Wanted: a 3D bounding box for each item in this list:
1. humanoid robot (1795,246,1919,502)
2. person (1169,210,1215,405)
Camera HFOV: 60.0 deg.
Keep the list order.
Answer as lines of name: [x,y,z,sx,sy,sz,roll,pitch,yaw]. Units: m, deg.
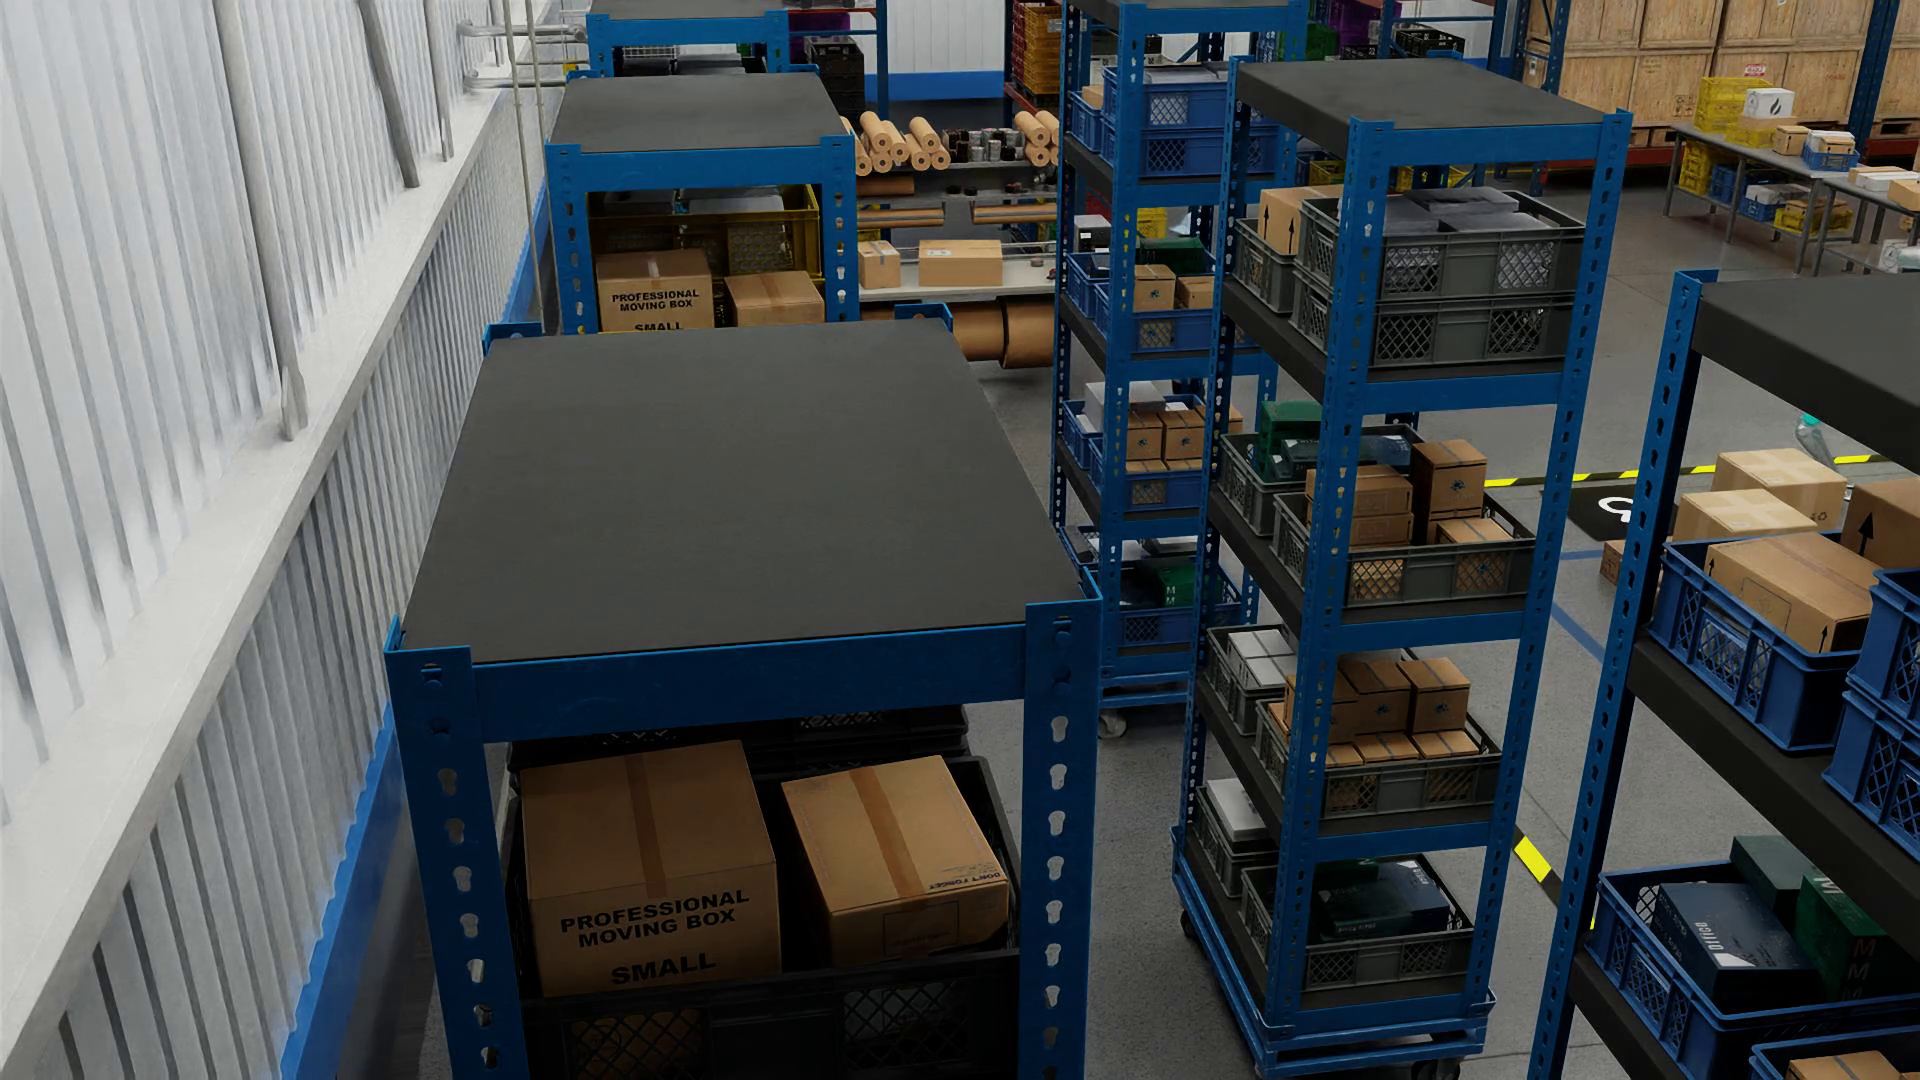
humanoid robot: [5.774,-1.102,10.777,0.735,1.677,0.533,14,28,28]
person: [1.529,-1.316,11.262,0.369,1.852,0.596,-5,25,-12]
